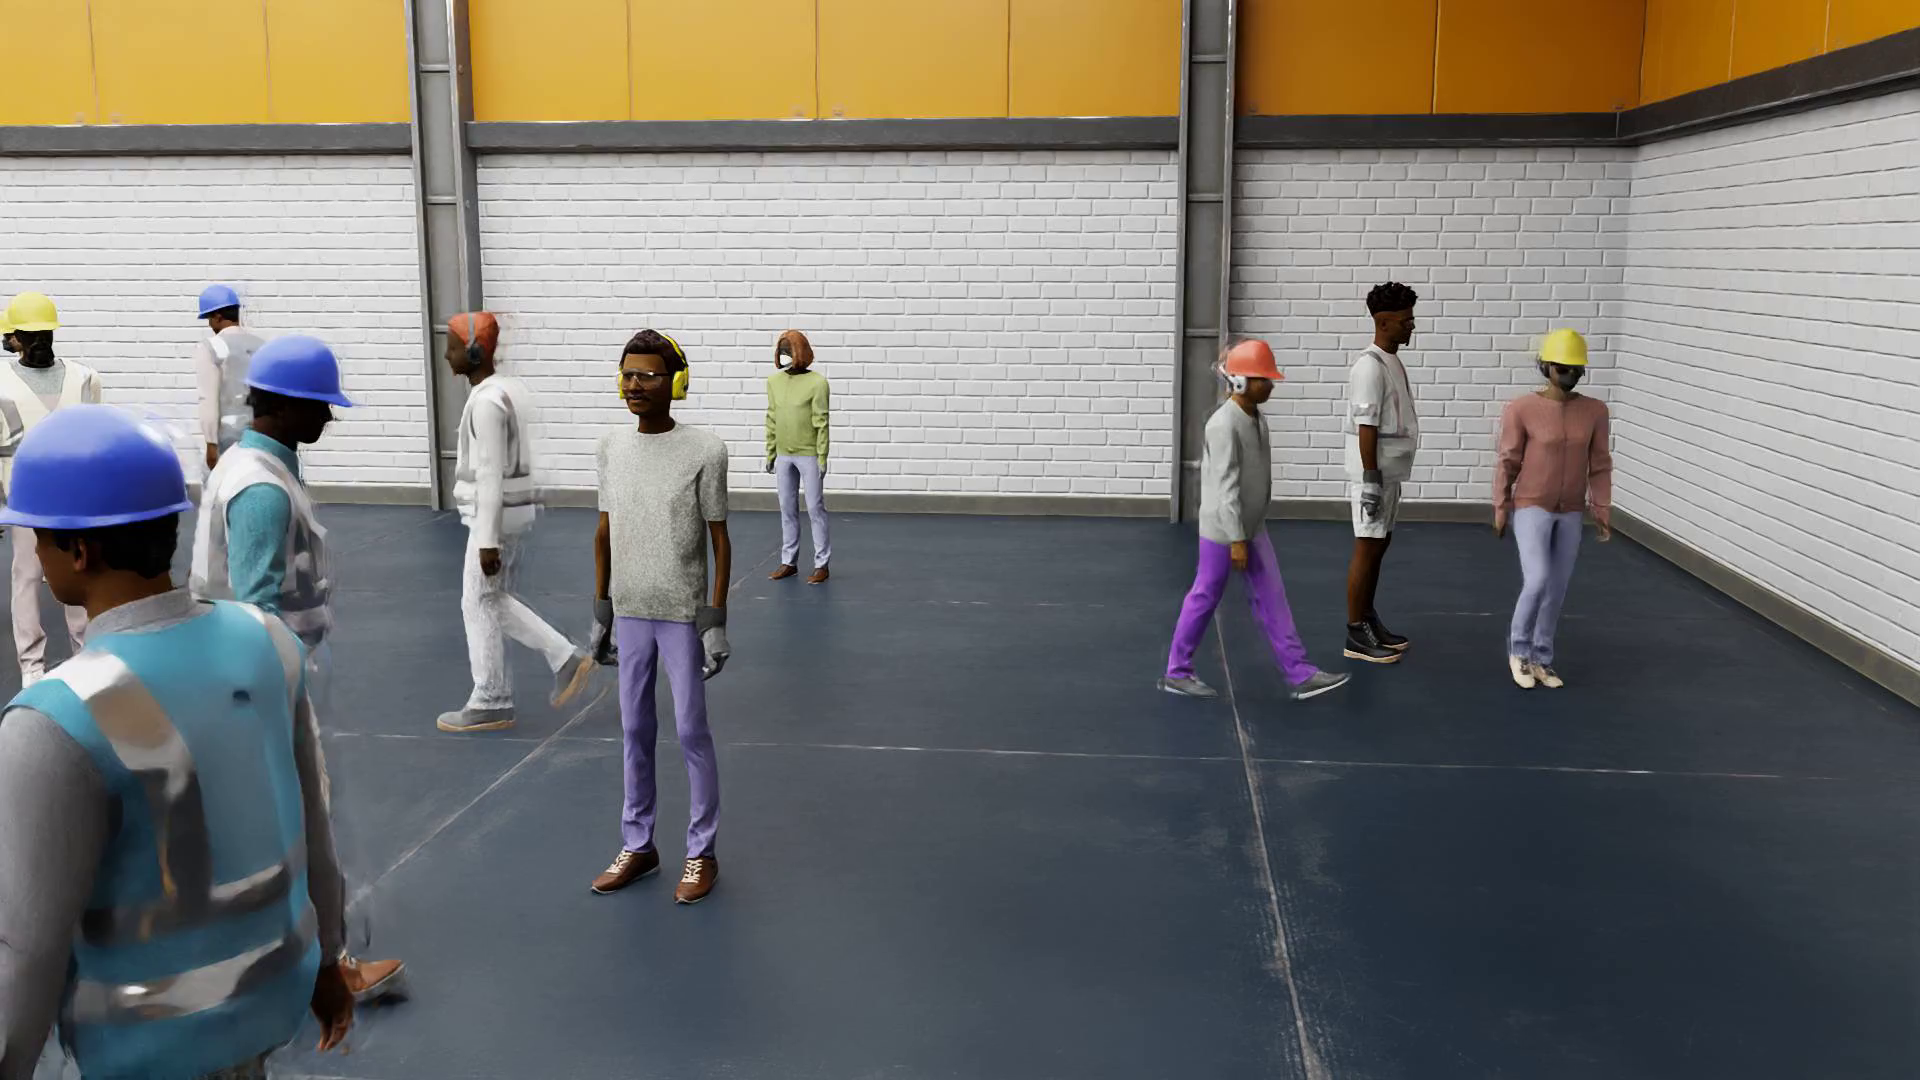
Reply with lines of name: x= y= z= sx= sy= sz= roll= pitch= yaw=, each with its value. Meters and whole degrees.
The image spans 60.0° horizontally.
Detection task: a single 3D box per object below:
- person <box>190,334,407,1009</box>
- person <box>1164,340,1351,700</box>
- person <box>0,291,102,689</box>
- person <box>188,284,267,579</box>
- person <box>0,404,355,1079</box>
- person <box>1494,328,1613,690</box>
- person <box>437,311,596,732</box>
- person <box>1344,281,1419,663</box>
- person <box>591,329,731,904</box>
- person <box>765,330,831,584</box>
person: x=-1.968 y=0.361 z=4.802 sx=0.557 sy=1.899 sz=0.781 roll=-4 pitch=11 yaw=-24
person: x=1.367 y=-0.071 z=7.765 sx=0.891 sy=1.703 sz=0.591 roll=6 pitch=12 yaw=32
person: x=-4.419 y=-0.234 z=8.073 sx=0.367 sy=1.926 sz=0.594 roll=9 pitch=13 yaw=40
person: x=-4.589 y=-0.645 z=10.463 sx=0.793 sy=1.905 sz=0.633 roll=5 pitch=11 yaw=28
person: x=-1.281 y=0.734 z=2.633 sx=1.014 sy=1.889 sz=0.642 roll=1 pitch=10 yaw=8
person: x=2.856 y=-0.135 z=7.995 sx=0.533 sy=1.752 sz=0.463 roll=-2 pitch=10 yaw=-10
person: x=-2.004 y=-0.075 z=7.327 sx=0.593 sy=1.867 sz=0.586 roll=-1 pitch=10 yaw=-8
person: x=2.196 y=-0.357 z=8.674 sx=0.361 sy=1.961 sz=0.613 roll=4 pitch=11 yaw=24
person: x=-0.989 y=0.252 z=5.446 sx=0.514 sy=1.876 sz=0.328 roll=3 pitch=10 yaw=18
person: x=-1.037 y=-0.529 z=10.643 sx=0.496 sy=1.626 sz=0.287 roll=6 pitch=12 yaw=32
